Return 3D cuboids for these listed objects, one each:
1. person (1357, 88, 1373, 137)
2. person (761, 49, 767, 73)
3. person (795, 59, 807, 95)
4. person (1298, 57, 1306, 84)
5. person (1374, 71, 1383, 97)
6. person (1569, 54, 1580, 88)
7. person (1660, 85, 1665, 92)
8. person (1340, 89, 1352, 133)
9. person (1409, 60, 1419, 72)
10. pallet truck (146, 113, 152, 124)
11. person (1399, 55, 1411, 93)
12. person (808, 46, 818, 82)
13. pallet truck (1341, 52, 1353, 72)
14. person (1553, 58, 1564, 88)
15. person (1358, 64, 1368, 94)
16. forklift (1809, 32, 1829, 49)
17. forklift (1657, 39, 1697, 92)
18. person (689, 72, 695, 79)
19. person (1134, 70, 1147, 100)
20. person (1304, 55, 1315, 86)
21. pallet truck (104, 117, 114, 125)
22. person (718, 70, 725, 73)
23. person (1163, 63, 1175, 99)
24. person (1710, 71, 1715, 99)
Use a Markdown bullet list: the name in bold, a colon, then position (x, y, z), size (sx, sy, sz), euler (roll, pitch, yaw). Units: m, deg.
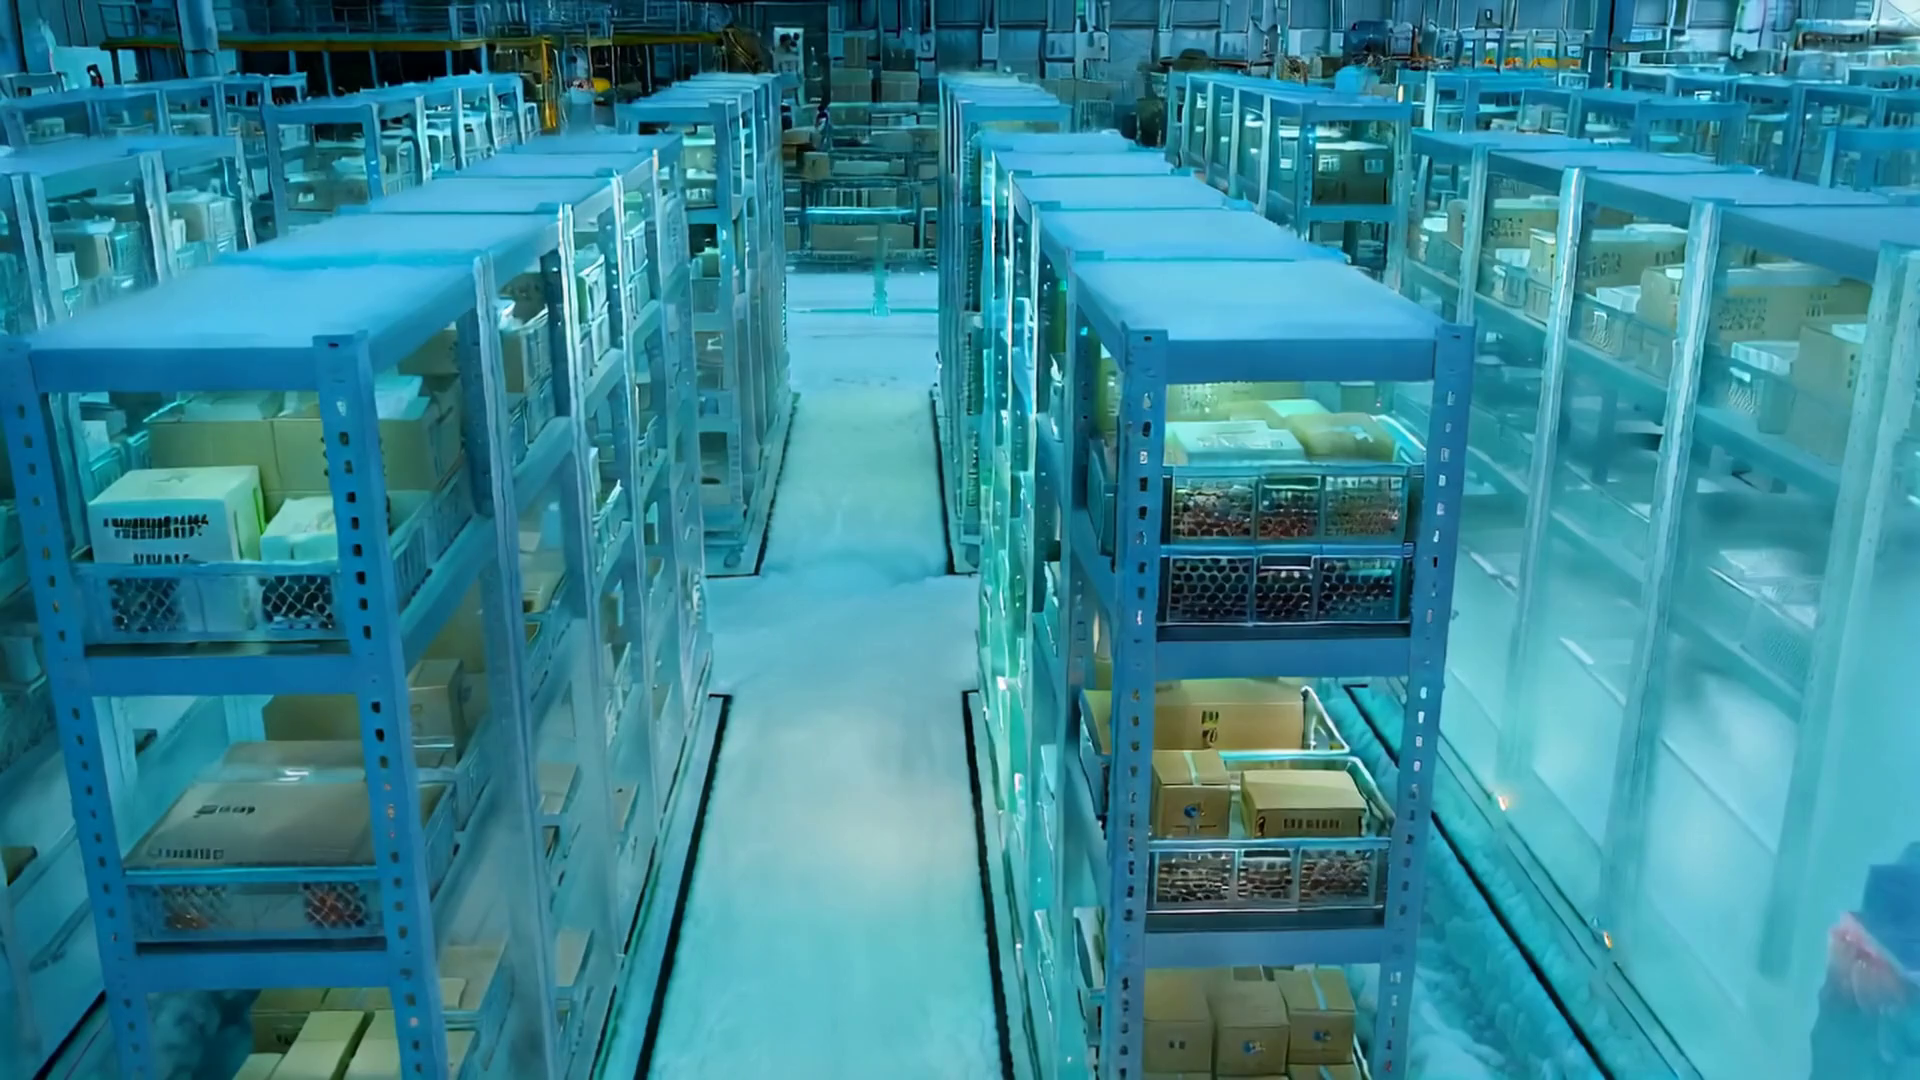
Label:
- **person**: position (12.363, -12.899, 50.890), size (0.611, 1.806, 0.684), euler (-2, 18, -5)
- **person**: position (-10.653, -25.914, 91.025), size (0.779, 1.902, 0.596), euler (1, 18, 5)
- **person**: position (-7.681, -22.441, 80.246), size (0.587, 1.916, 0.629), euler (-3, 18, -10)
- **person**: position (17.378, -23.741, 84.654), size (0.572, 1.684, 0.540), euler (14, 23, 37)
- **person**: position (16.188, -17.248, 64.427), size (0.313, 1.767, 0.523), euler (2, 18, 6)
- **person**: position (29.604, -22.421, 80.167), size (0.357, 1.930, 0.585), euler (12, 21, 32)
- **person**: position (25.264, -15.727, 59.439), size (0.545, 1.938, 0.362), euler (7, 19, 22)
- **person**: position (12.230, -13.433, 52.758), size (0.560, 1.670, 0.707), euler (0, 18, 0)
- **person**: position (21.240, -21.622, 78.065), size (0.504, 1.700, 0.905), euler (-4, 18, -12)
- **pallet truck**: position (-18.087, -8.309, 36.390), size (1.885, 1.965, 0.823), euler (-1, 18, -4)
- **person**: position (22.217, -23.047, 82.314), size (0.939, 1.798, 0.631), euler (7, 19, 22)
- **person**: position (-8.291, -26.919, 94.056), size (0.605, 1.948, 0.384), euler (-16, 24, -41)
- **pallet truck**: position (18.794, -23.123, 82.231), size (0.823, 1.965, 1.885), euler (-13, 22, -35)
- **person**: position (28.077, -21.600, 77.683), size (0.631, 1.885, 0.839), euler (-12, 21, -32)
- **person**: position (17.098, -19.170, 70.290), size (0.948, 1.822, 0.510), euler (-13, 22, -35)
- **forklift**: position (45.950, -25.863, 89.297), size (1.129, 2.768, 1.873), euler (-1, 18, -2)
- **forklift**: position (30.872, -20.043, 71.287), size (1.129, 2.768, 1.873), euler (-1, 18, -2)
- **person**: position (-9.993, -16.409, 61.707), size (0.932, 1.851, 0.588), euler (3, 18, 9)
- **person**: position (6.633, -16.249, 61.043), size (1.030, 1.939, 0.624), euler (9, 20, 25)
- **person**: position (16.682, -22.197, 79.483), size (0.376, 1.935, 0.629), euler (-15, 23, -38)
- **pallet truck**: position (-18.367, -7.885, 35.078), size (1.885, 1.965, 0.823), euler (1, 18, 2)
- **person**: position (-8.376, -15.486, 58.542), size (0.449, 2.030, 0.634), euler (8, 19, 23)
- **person**: position (8.306, -17.717, 65.434), size (0.688, 2.000, 0.539), euler (-3, 18, -9)
- **person**: position (29.392, -17.636, 65.305), size (0.603, 1.964, 0.367), euler (2, 18, 8)
